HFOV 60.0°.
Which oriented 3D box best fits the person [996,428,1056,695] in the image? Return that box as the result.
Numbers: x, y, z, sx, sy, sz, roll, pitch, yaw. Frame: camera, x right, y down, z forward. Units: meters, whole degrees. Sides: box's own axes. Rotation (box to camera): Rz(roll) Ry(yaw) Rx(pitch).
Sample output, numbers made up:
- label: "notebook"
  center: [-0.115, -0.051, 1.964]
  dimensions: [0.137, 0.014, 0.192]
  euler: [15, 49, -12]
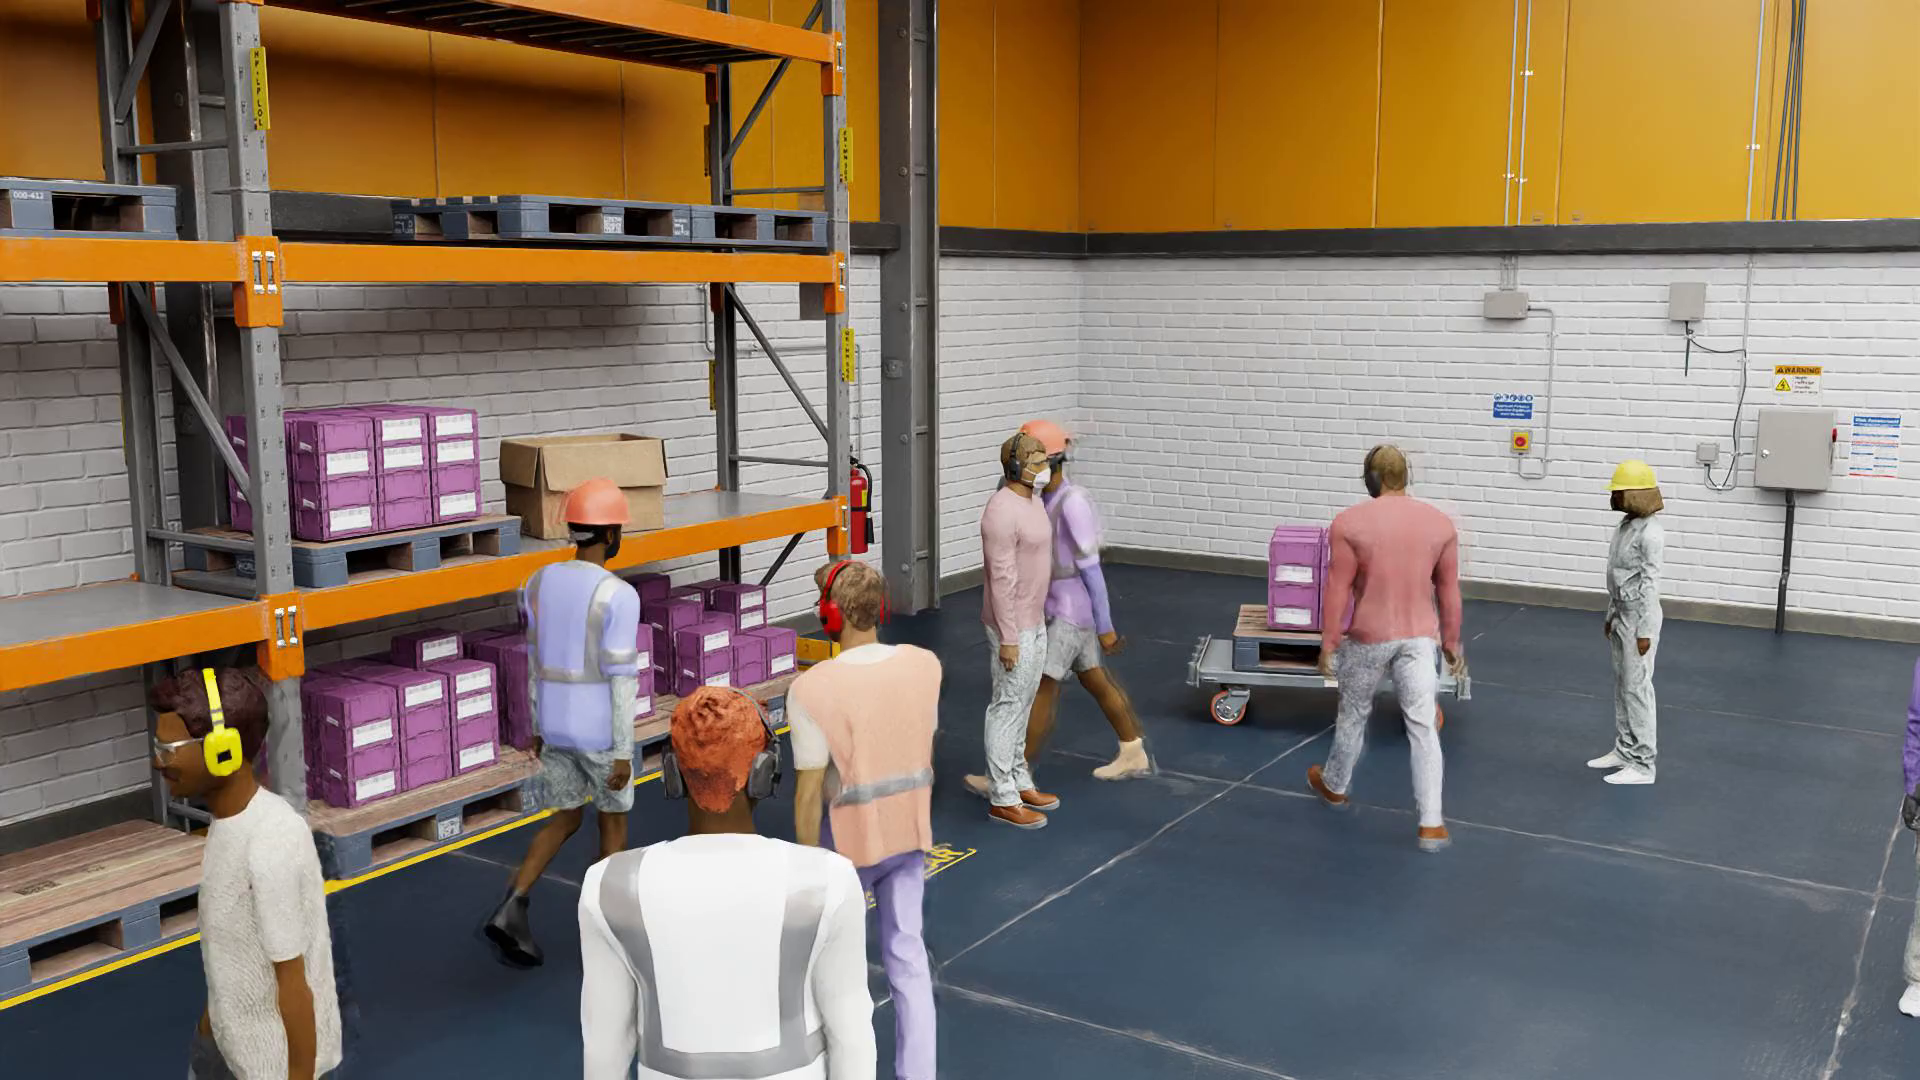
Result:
- label: "person"
  center: [0.432, 0.131, 10.768]
  dimensions: [0.331, 1.765, 0.533]
  euler: [-5, 10, -32]

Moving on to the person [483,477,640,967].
- label: "person"
  center: [-1.494, 0.728, 6.369]
  dimensions: [0.567, 1.922, 0.680]
  euler: [5, 10, 28]

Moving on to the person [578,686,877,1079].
- label: "person"
  center: [-0.450, 1.215, 3.321]
  dimensions: [0.572, 1.887, 0.355]
  euler: [0, 9, 0]

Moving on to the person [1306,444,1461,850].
- label: "person"
  center: [2.075, 0.482, 8.108]
  dimensions: [0.713, 1.873, 1.017]
  euler: [-1, 9, -5]

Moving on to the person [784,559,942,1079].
- label: "person"
  center: [-0.326, 0.952, 5.272]
  dimensions: [0.583, 1.808, 0.769]
  euler: [-6, 11, -33]

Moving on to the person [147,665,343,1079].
- label: "person"
  center: [-1.579, 1.183, 3.657]
  dimensions: [0.585, 1.845, 0.554]
  euler: [-5, 10, -31]

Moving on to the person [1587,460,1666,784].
- label: "person"
  center: [3.568, 0.436, 8.886]
  dimensions: [0.321, 1.737, 0.488]
  euler: [1, 9, 5]

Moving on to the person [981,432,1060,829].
- label: "person"
  center: [0.299, 0.435, 8.225]
  dimensions: [0.372, 1.940, 0.631]
  euler: [3, 9, 16]

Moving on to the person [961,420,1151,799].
- label: "person"
  center: [0.548, 0.358, 8.671]
  dimensions: [1.078, 1.969, 0.650]
  euler: [-2, 9, -10]

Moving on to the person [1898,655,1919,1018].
- label: "person"
  center: [3.640, 0.944, 5.924]
  dimensions: [0.513, 1.631, 0.318]
  euler: [6, 11, 35]
